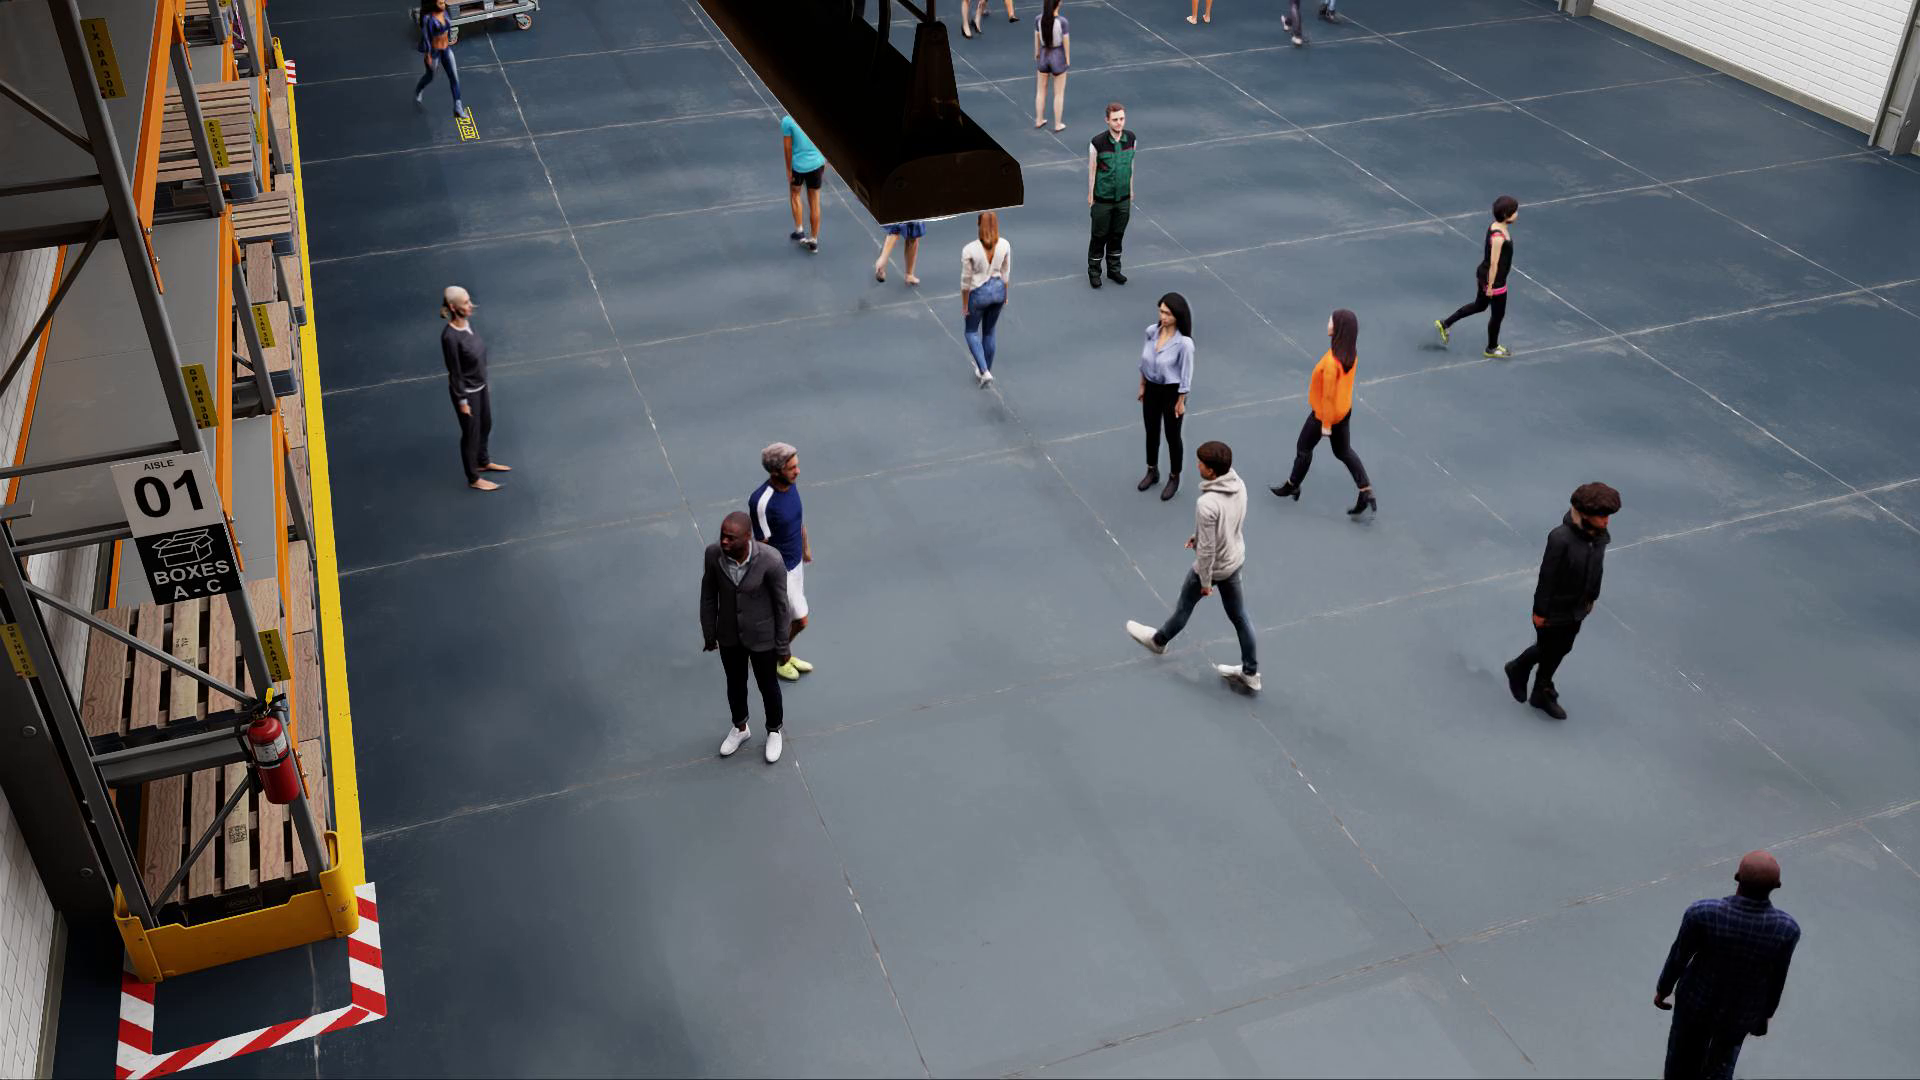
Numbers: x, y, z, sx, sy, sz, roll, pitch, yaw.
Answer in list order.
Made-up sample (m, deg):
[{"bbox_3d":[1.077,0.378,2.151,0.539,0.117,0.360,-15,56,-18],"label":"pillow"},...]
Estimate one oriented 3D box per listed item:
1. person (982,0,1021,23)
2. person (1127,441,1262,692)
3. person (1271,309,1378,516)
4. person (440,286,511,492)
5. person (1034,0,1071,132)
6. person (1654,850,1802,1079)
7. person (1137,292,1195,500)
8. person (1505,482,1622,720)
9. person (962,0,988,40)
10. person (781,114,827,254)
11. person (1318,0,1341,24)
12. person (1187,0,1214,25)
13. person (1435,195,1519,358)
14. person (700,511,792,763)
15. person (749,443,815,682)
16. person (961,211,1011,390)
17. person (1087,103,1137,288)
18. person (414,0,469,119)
[{"bbox_3d":[0.468,-8.275,23.852,0.752,1.627,1.151,-19,38,-26],"label":"person"},{"bbox_3d":[1.780,0.218,10.927,1.330,1.789,1.123,23,40,30],"label":"person"},{"bbox_3d":[2.922,-0.929,12.723,1.191,1.711,1.052,20,38,27],"label":"person"},{"bbox_3d":[-3.893,-1.220,13.148,0.754,1.726,0.605,2,34,3],"label":"person"},{"bbox_3d":[1.104,-5.779,20.077,0.660,1.648,0.730,17,37,23],"label":"person"},{"bbox_3d":[3.619,2.228,7.885,0.833,1.810,0.880,10,35,14],"label":"person"},{"bbox_3d":[1.606,-1.134,13.003,0.773,1.744,0.636,-29,43,-36],"label":"person"},{"bbox_3d":[3.835,0.352,10.751,0.664,1.761,0.738,-15,36,-21],"label":"person"},{"bbox_3d":[0.096,-7.863,23.131,0.827,1.737,0.774,26,42,34],"label":"person"},{"bbox_3d":[-1.537,-3.773,16.959,0.646,1.758,0.695,-9,35,-13],"label":"person"},{"bbox_3d":[5.431,-8.262,23.770,0.896,1.695,0.820,6,34,9],"label":"person"},{"bbox_3d":[3.481,-8.266,23.774,0.607,1.696,0.605,-5,34,-8],"label":"person"},{"bbox_3d":[4.745,-2.381,15.071,0.900,1.530,0.966,5,34,8],"label":"person"},{"bbox_3d":[-1.312,0.583,10.354,0.805,1.816,0.802,8,34,11],"label":"person"},{"bbox_3d":[-1.252,0.142,11.010,0.815,1.825,0.738,10,35,15],"label":"person"},{"bbox_3d":[0.246,-2.056,14.423,0.619,1.706,0.811,-10,35,-15],"label":"person"},{"bbox_3d":[1.488,-3.393,16.312,0.628,1.842,0.548,-12,36,-18],"label":"person"},{"bbox_3d":[-6.468,-5.983,20.446,1.201,1.579,1.042,22,40,30],"label":"person"}]
